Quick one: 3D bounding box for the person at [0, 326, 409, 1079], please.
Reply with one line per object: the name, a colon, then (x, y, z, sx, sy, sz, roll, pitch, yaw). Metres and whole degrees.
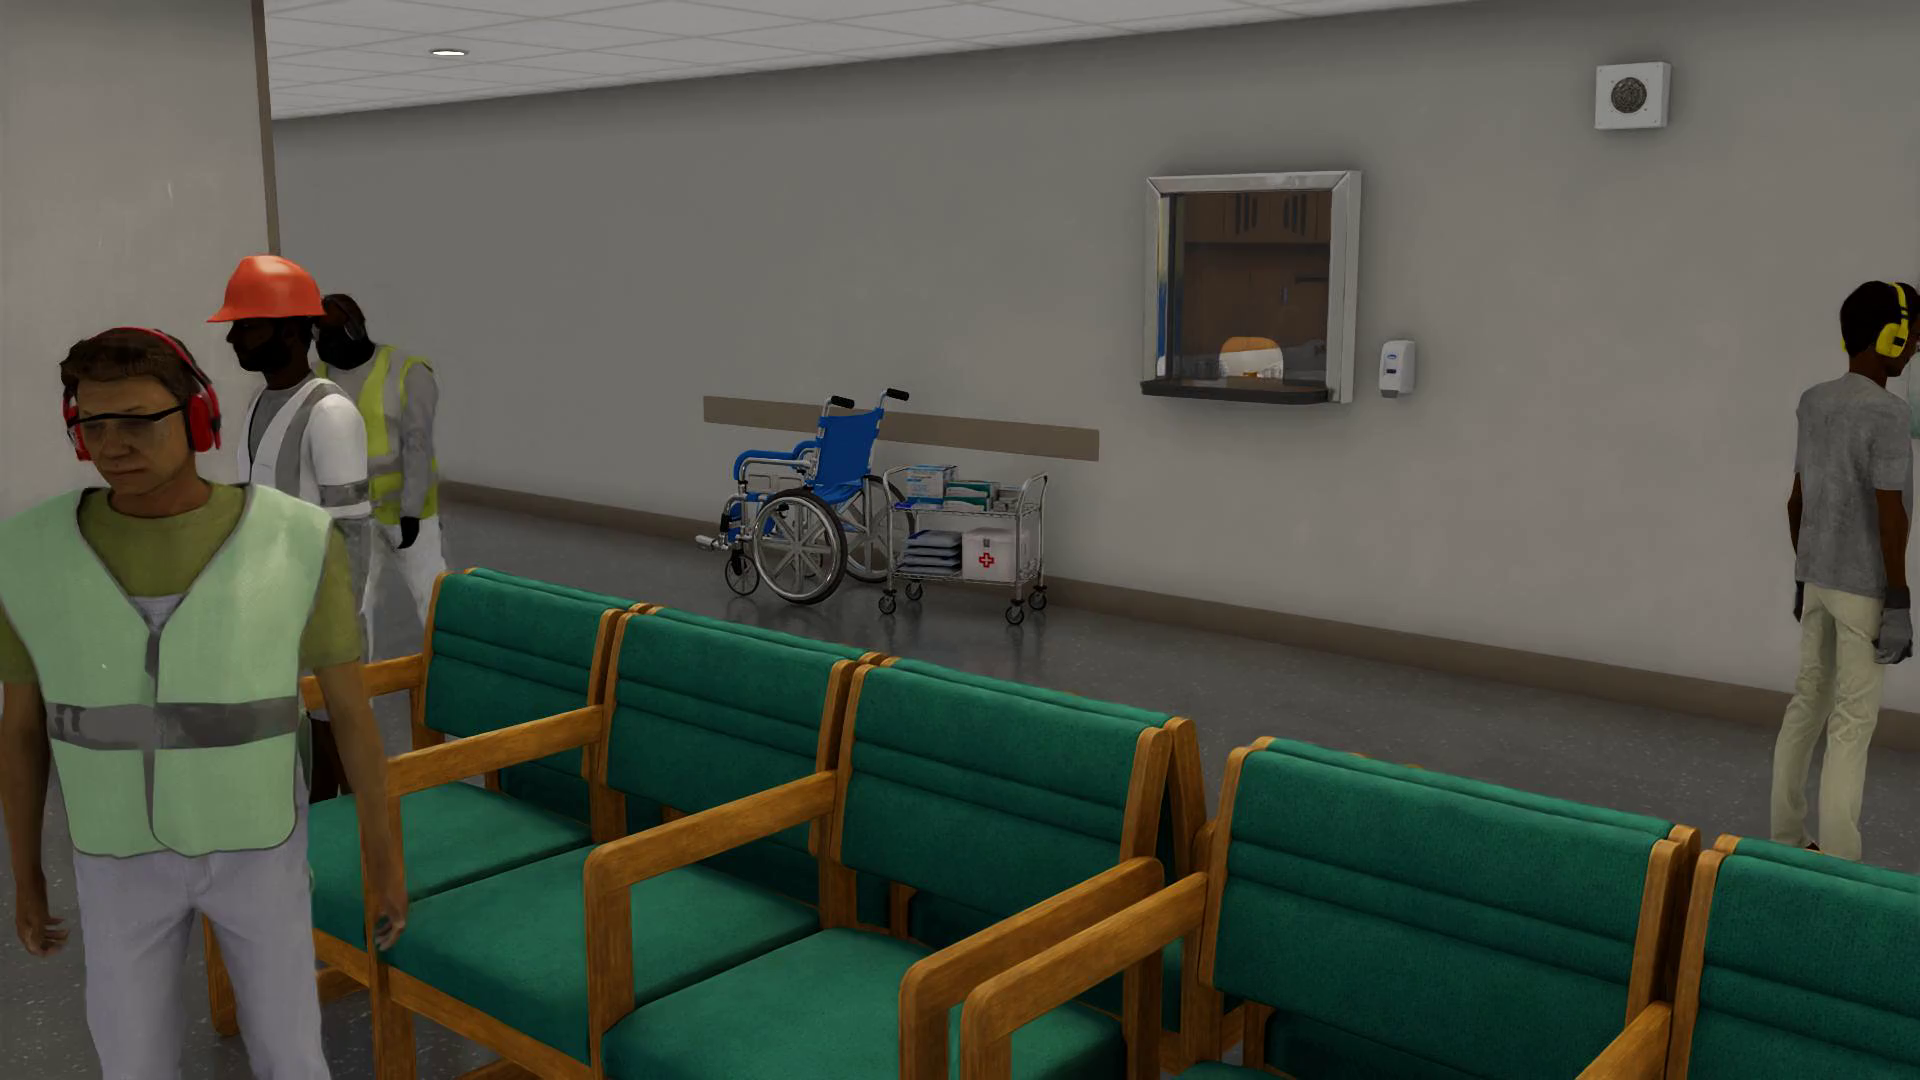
person: (-1.318, 0.544, 2.915, 0.630, 1.833, 0.403, -3, 10, -14)

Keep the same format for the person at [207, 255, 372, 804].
person: (-1.877, 0.173, 4.723, 0.545, 1.939, 0.373, 10, 14, 44)

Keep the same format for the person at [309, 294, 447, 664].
person: (-2.431, -0.123, 6.900, 0.607, 1.778, 0.949, 1, 10, 4)

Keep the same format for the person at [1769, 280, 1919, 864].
person: (2.703, 0.158, 5.027, 0.329, 1.865, 0.508, -1, 10, -7)
